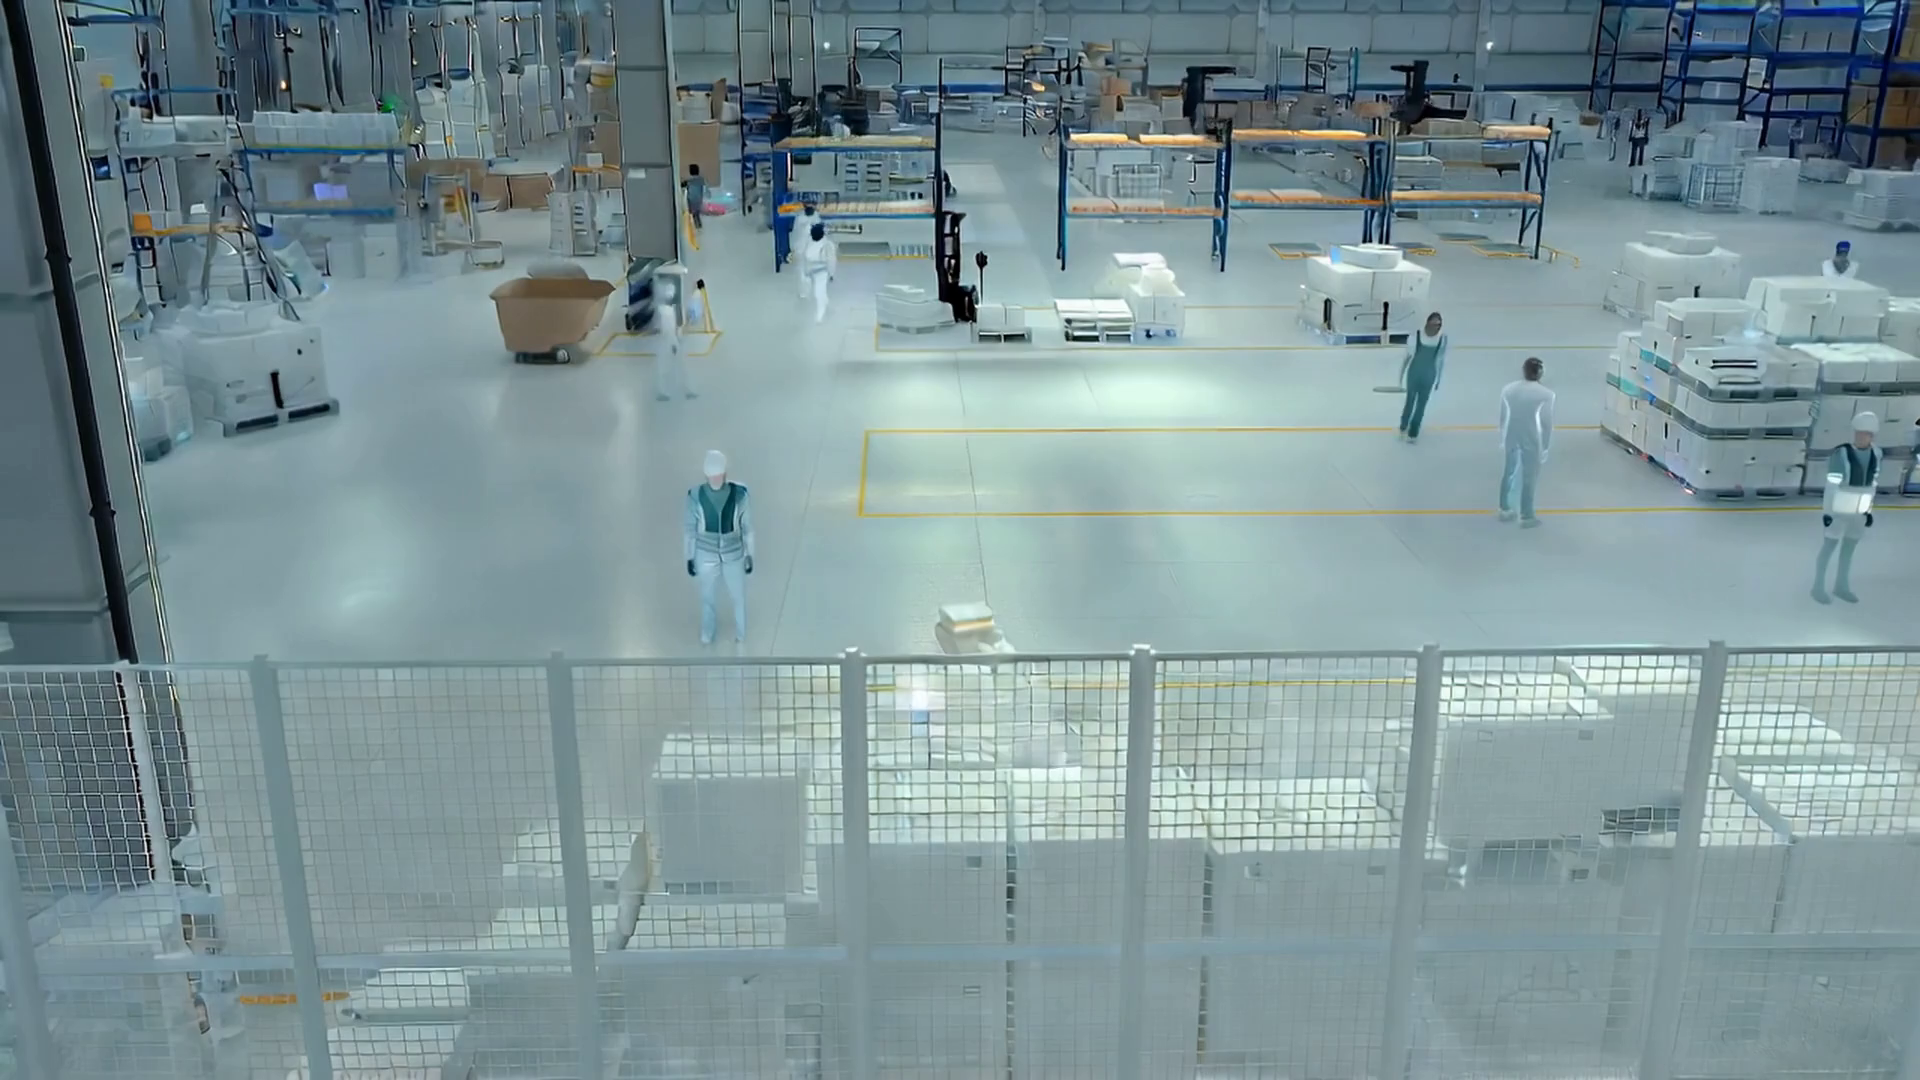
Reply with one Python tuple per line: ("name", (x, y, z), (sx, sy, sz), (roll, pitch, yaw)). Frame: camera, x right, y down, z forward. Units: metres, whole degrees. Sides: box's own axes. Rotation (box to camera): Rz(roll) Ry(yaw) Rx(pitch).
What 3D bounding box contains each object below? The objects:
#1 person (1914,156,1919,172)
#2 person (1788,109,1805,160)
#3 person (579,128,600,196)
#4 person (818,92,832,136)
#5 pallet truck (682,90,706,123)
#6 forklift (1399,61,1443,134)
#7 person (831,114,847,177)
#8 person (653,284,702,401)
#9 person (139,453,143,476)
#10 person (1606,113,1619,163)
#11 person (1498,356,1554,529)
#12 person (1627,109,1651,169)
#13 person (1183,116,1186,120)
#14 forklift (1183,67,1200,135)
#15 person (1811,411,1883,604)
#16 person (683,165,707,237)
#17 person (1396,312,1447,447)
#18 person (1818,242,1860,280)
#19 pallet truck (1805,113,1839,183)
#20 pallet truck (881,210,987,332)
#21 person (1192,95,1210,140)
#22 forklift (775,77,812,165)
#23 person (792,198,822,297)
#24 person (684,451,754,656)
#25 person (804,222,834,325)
("person", (24.662, -9.180, 42.657), (0.418, 1.870, 0.614), (1, 19, 3))
("person", (27.520, -13.273, 54.850), (0.626, 1.844, 0.429), (-14, 23, -36))
("person", (-10.434, -10.634, 46.904), (0.571, 1.916, 0.427), (0, 19, -1))
("person", (-5.046, -15.928, 62.690), (1.050, 1.870, 0.656), (7, 20, 20))
("pallet truck", (-9.671, -15.907, 62.421), (0.823, 1.965, 1.885), (5, 19, 15))
("forklift", (18.167, -17.564, 65.977), (1.873, 2.768, 1.129), (-1, 19, -2))
("person", (-3.781, -12.273, 51.736), (0.550, 1.933, 0.375), (9, 21, 26))
("person", (-4.129, -2.844, 24.111), (0.795, 1.715, 0.501), (3, 19, 9))
("person", (-8.811, -0.680, 17.391), (0.587, 1.910, 0.573), (7, 20, 19))
("person", (21.969, -13.534, 55.956), (0.325, 1.626, 0.510), (1, 19, 4))
("person", (6.303, -1.093, 18.564), (0.375, 1.940, 0.627), (-15, 24, -37))
("person", (22.118, -13.060, 54.117), (0.383, 1.910, 0.595), (-16, 25, -40))
("person", (7.288, -13.101, 54.651), (0.514, 1.640, 0.310), (2, 19, 5))
("forklift", (8.517, -15.885, 60.997), (1.873, 2.768, 1.129), (-1, 19, -1))
("person", (8.700, -0.319, 16.263), (0.544, 1.943, 0.347), (-3, 19, -8))
("person", (-6.393, -8.157, 39.954), (0.539, 1.659, 0.836), (-13, 23, -34))
("person", (6.027, -2.095, 21.746), (0.584, 1.806, 0.474), (1, 19, 1))
("person", (14.089, -3.826, 26.743), (0.620, 1.885, 0.883), (6, 20, 17))
("pallet truck", (26.403, -11.957, 50.702), (0.823, 1.965, 1.885), (6, 19, 16))
("pallet truck", (-0.493, -4.759, 29.349), (1.885, 1.965, 0.823), (-13, 23, -34))
("person", (8.768, -15.182, 60.424), (0.911, 1.909, 0.633), (15, 24, 38))
("forklift", (-5.917, -13.894, 55.089), (1.873, 2.768, 1.129), (-1, 19, -1))
("person", (-2.929, -5.631, 32.078), (0.592, 1.910, 0.420), (-6, 20, -18))
("person", (-2.156, 0.133, 14.913), (0.618, 1.946, 0.394), (-4, 19, -11))
("person", (-2.505, -4.749, 29.576), (0.649, 1.829, 0.482), (13, 23, 33))
